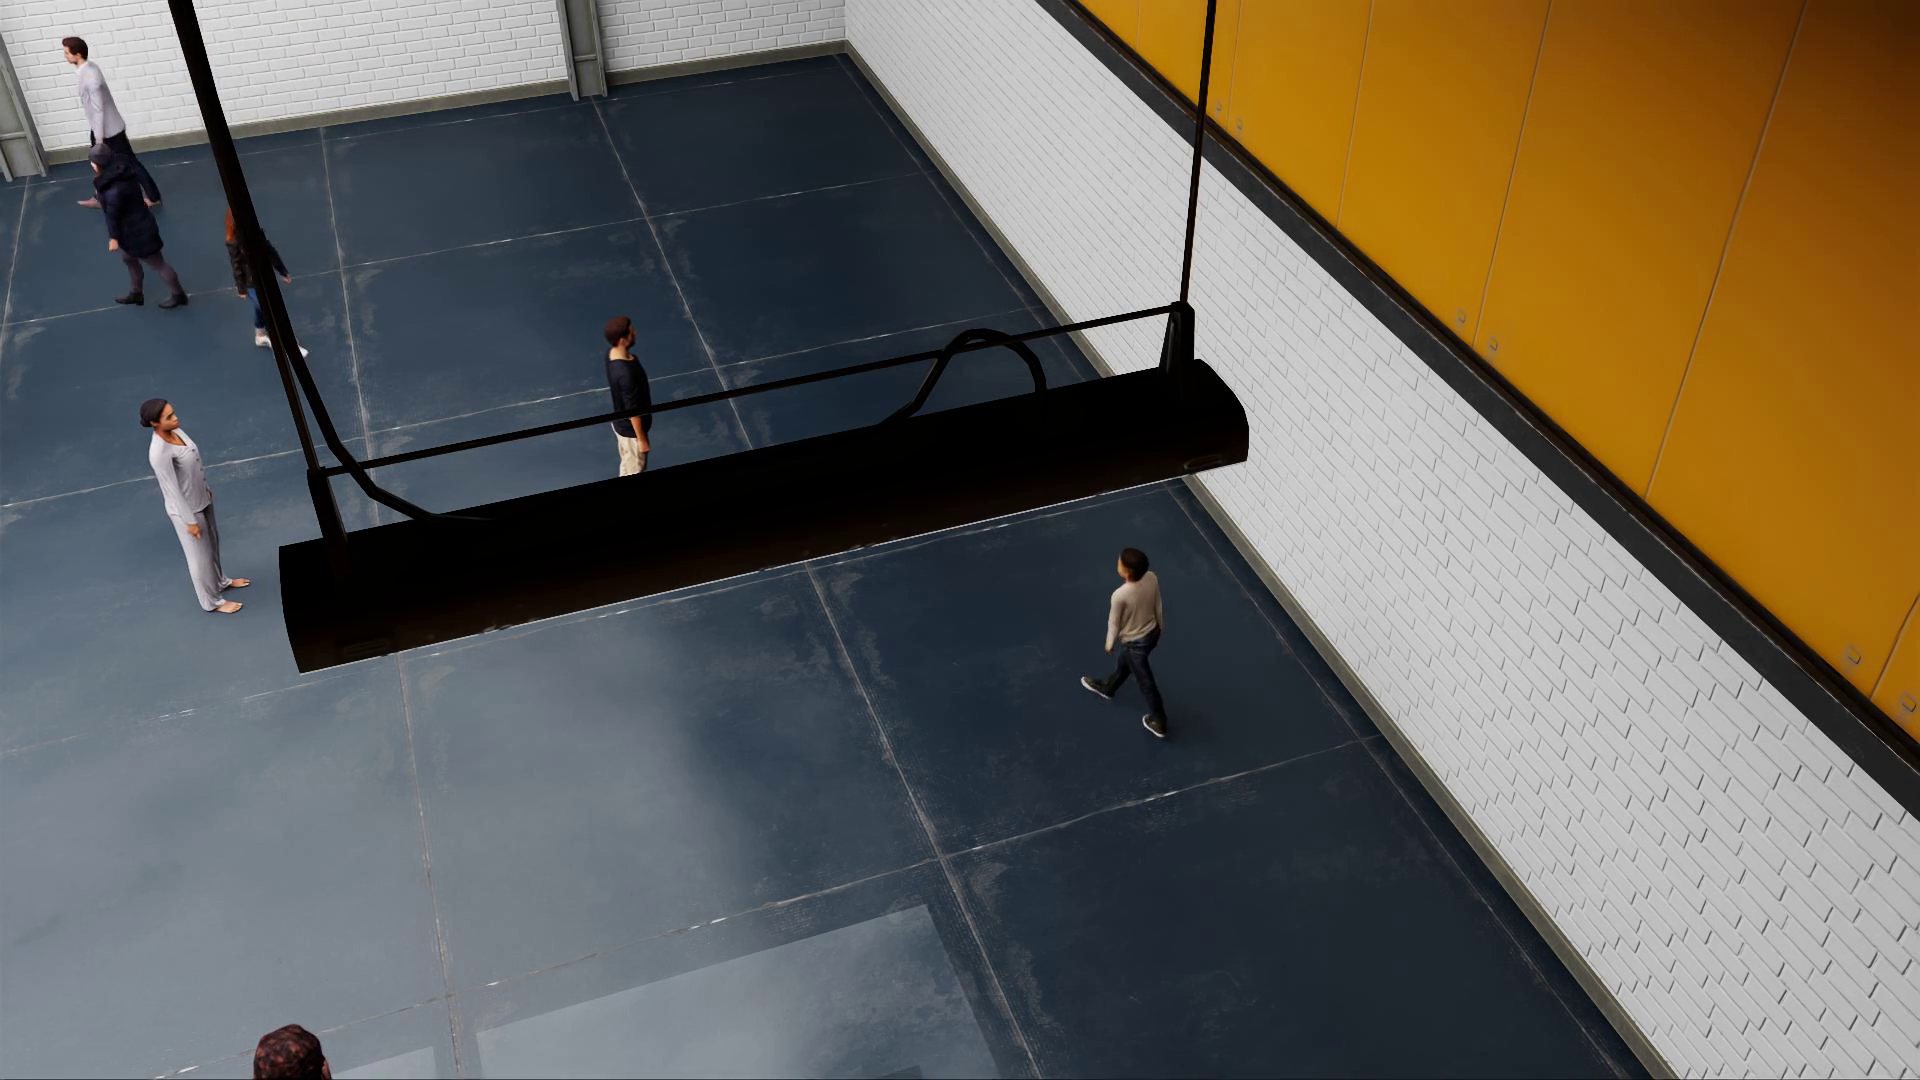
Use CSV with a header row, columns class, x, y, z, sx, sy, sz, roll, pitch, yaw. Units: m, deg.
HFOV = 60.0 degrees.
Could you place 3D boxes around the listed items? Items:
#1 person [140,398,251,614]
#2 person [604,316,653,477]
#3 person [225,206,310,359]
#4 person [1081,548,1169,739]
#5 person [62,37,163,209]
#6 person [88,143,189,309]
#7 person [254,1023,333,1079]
class,x,y,z,sx,sy,sz,roll,pitch,yaw
person,-5.470,-0.265,11.795,0.596,1.737,0.675,-6,39,-7
person,-2.467,-0.848,12.434,0.562,1.851,0.643,-15,41,-18
person,-6.201,-2.286,14.554,0.979,1.453,0.881,11,40,14
person,1.217,0.678,10.861,0.975,1.429,0.906,-29,47,-31
person,-8.407,-4.146,16.586,1.066,1.822,0.831,-20,43,-23
person,-7.392,-2.829,15.077,0.857,1.648,0.676,-14,41,-17
person,-2.966,2.873,7.824,0.642,1.790,0.625,1,39,1
